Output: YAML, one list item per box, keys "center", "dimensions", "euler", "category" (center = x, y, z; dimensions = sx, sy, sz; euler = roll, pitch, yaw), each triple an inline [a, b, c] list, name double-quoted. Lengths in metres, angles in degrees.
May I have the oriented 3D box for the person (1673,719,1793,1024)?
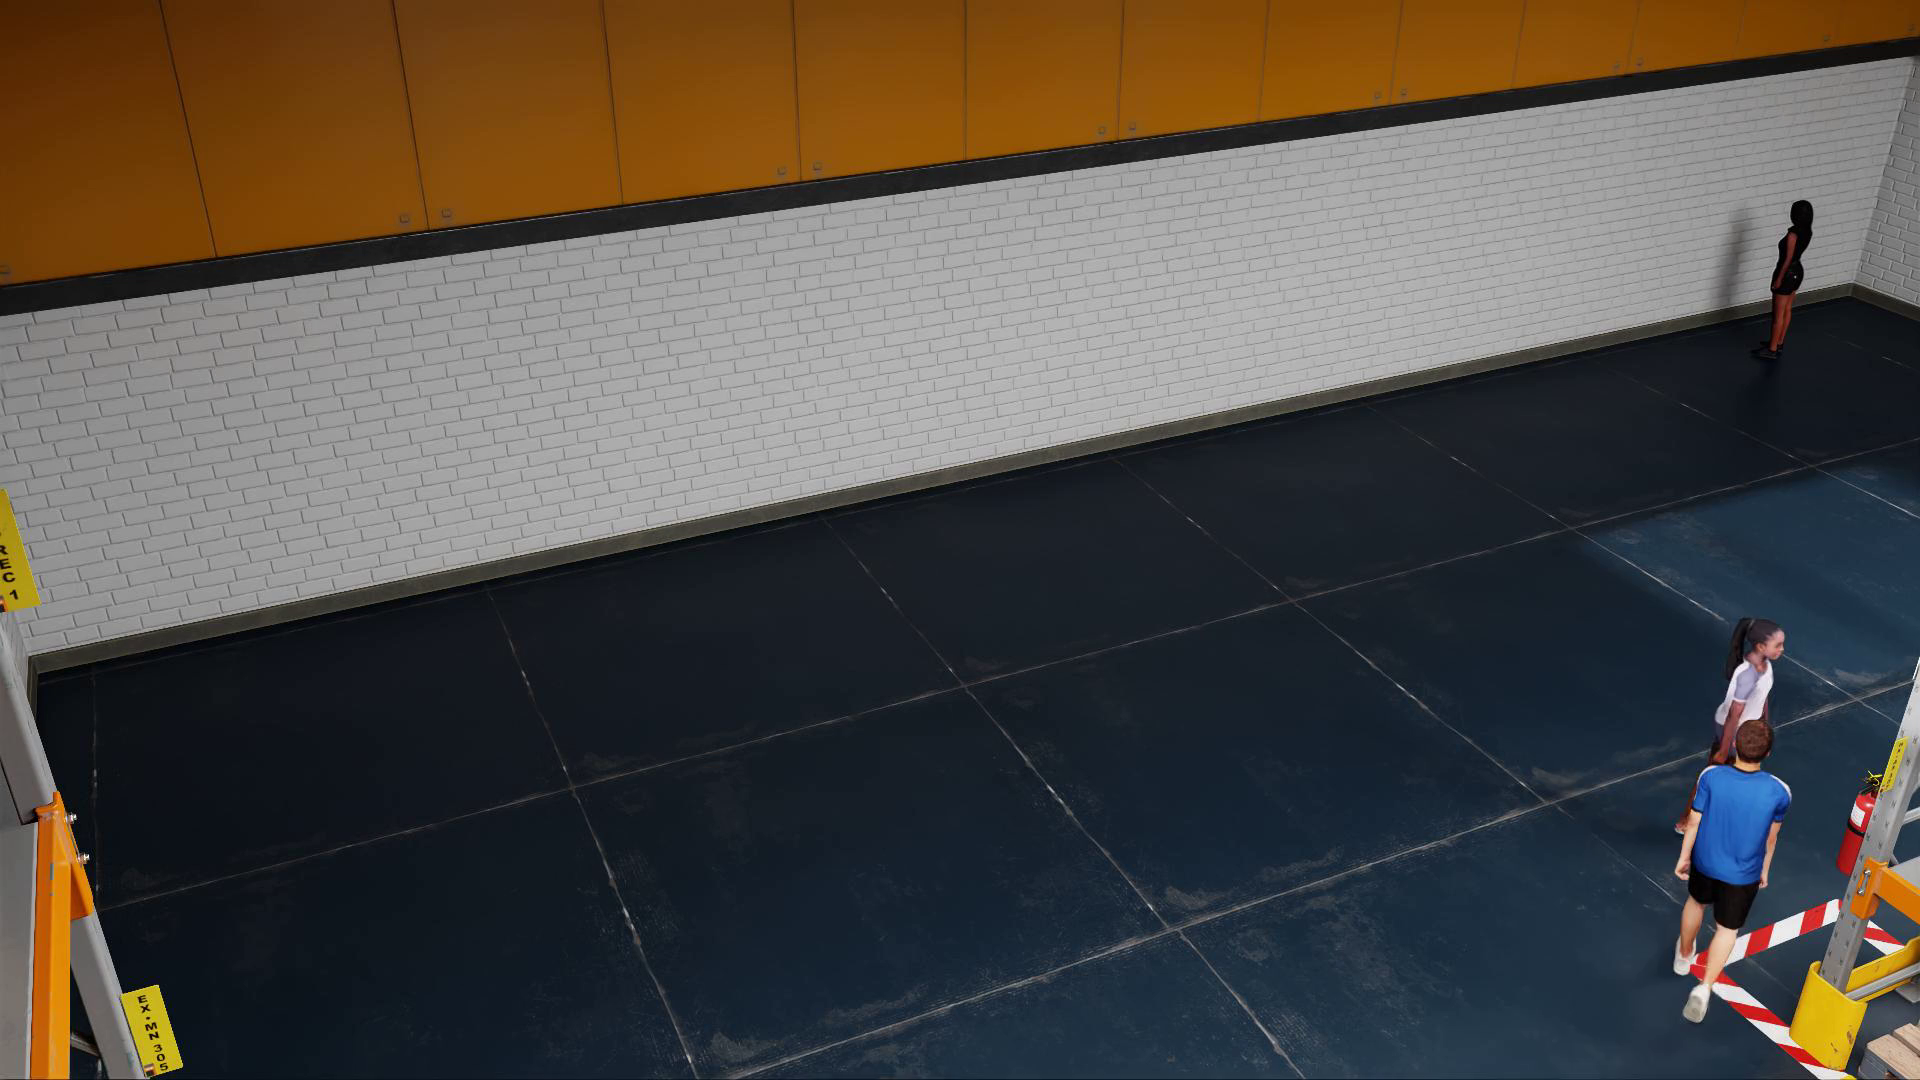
- center: [4.285, 1.870, 9.326]
  dimensions: [1.144, 1.835, 1.093]
  euler: [15, 32, 26]
  category: "person"

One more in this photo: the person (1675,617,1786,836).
- center: [4.868, 1.225, 10.645]
  dimensions: [0.909, 1.705, 0.822]
  euler: [16, 32, 27]
  category: "person"

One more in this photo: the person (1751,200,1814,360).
- center: [8.978, -2.836, 18.052]
  dimensions: [0.655, 1.743, 0.676]
  euler: [24, 36, 36]
  category: "person"
